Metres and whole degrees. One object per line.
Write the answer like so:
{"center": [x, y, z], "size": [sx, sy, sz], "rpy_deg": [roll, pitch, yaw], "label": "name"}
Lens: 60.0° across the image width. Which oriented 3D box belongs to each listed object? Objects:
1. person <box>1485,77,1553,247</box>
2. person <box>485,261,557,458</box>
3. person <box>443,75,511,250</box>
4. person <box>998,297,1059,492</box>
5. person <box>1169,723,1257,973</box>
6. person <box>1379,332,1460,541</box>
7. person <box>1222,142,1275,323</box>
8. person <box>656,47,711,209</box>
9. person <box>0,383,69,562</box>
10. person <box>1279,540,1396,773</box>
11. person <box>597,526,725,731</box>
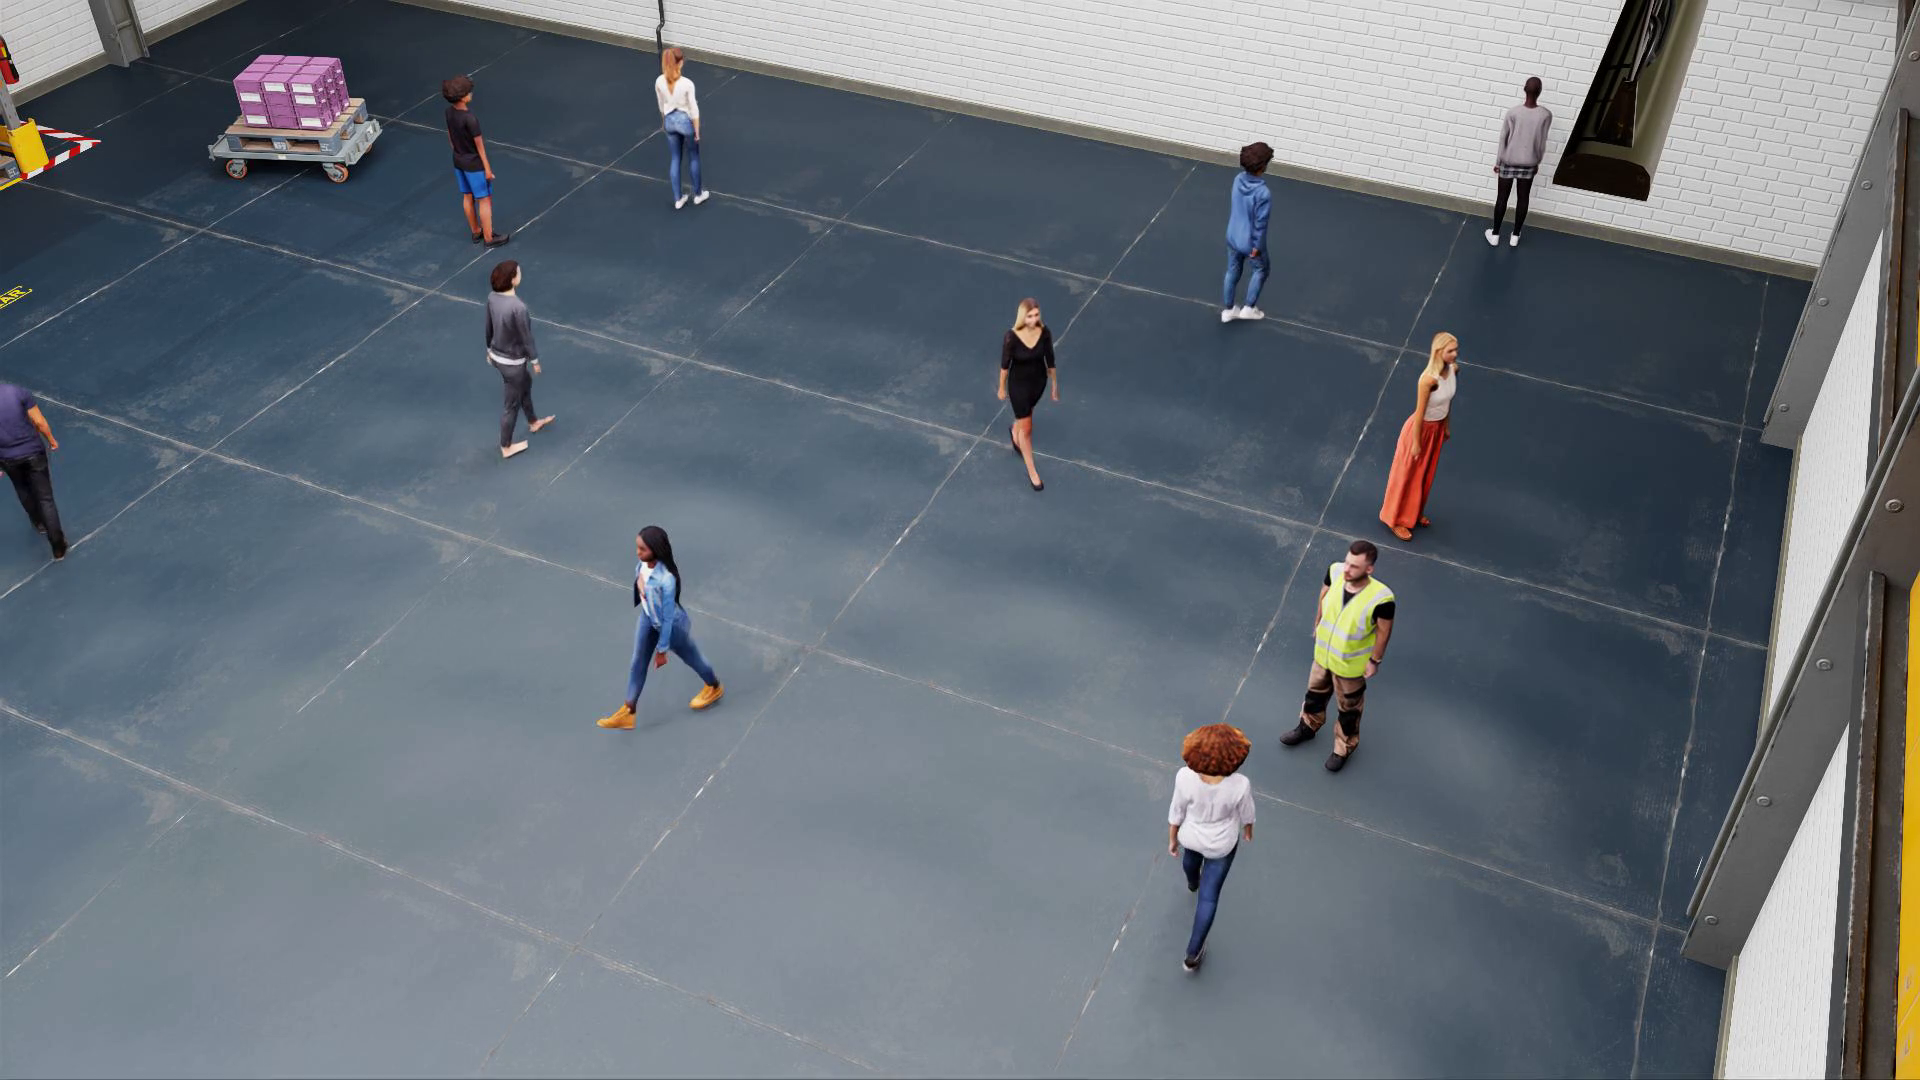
{"center": [5.608, -3.788, 16.682], "size": [0.668, 1.772, 0.627], "rpy_deg": [6, 39, 7], "label": "person"}
{"center": [-3.791, -1.461, 13.796], "size": [0.774, 1.739, 0.944], "rpy_deg": [29, 47, 31], "label": "person"}
{"center": [-4.907, -3.798, 16.678], "size": [0.656, 1.794, 0.623], "rpy_deg": [21, 43, 24], "label": "person"}
{"center": [0.527, -1.286, 13.666], "size": [1.042, 1.626, 1.094], "rpy_deg": [-14, 41, -17], "label": "person"}
{"center": [1.442, 1.811, 9.752], "size": [0.701, 1.672, 1.130], "rpy_deg": [12, 40, 15], "label": "person"}
{"center": [3.620, -0.833, 12.958], "size": [0.646, 1.802, 0.767], "rpy_deg": [-30, 47, -32], "label": "person"}
{"center": [2.604, -2.810, 15.442], "size": [0.806, 1.793, 0.795], "rpy_deg": [-23, 44, -26], "label": "person"}
{"center": [-2.919, -4.299, 17.363], "size": [0.657, 1.720, 0.653], "rpy_deg": [11, 40, 14], "label": "person"}
{"center": [-7.169, -0.601, 12.697], "size": [0.972, 1.766, 1.020], "rpy_deg": [-14, 41, -17], "label": "person"}
{"center": [2.532, 0.727, 10.970], "size": [0.848, 1.846, 0.813], "rpy_deg": [-30, 47, -32], "label": "person"}
{"center": [-1.910, 0.573, 11.305], "size": [1.256, 1.668, 1.034], "rpy_deg": [-23, 44, -26], "label": "person"}
